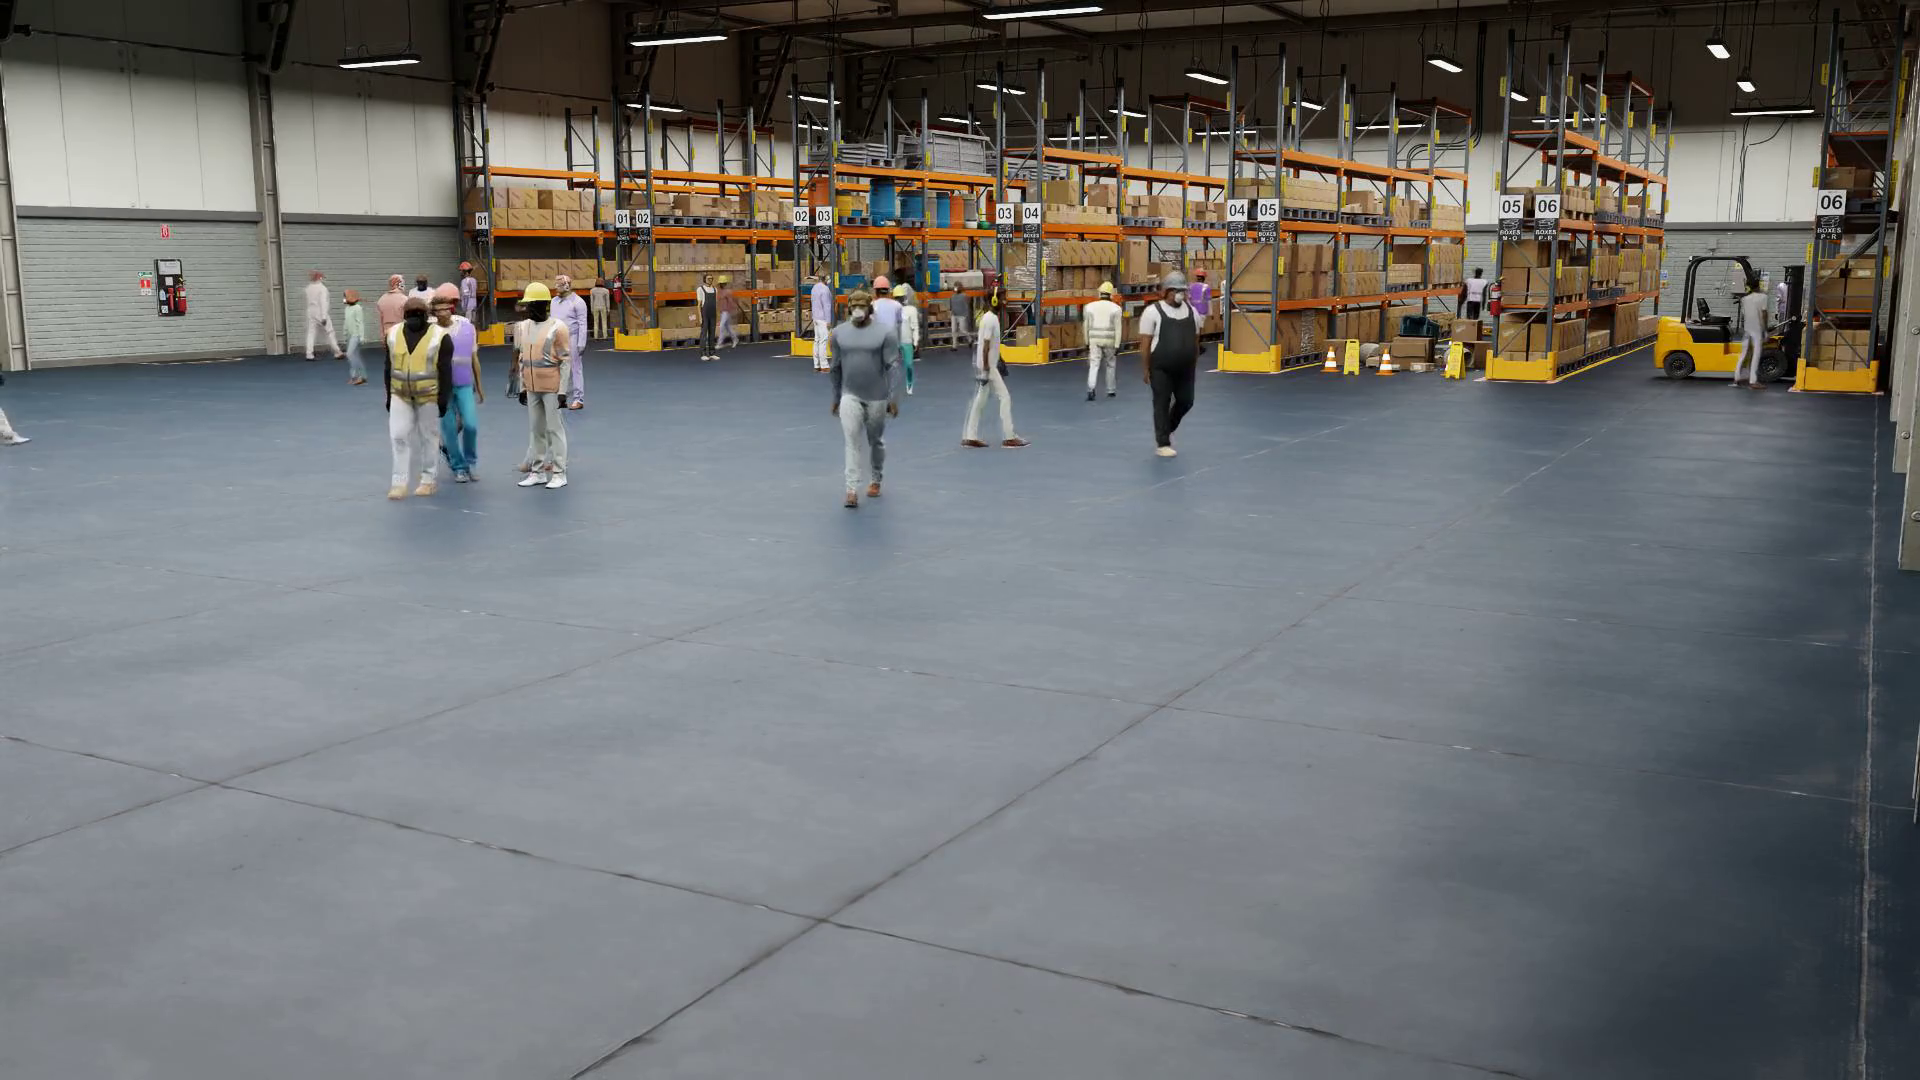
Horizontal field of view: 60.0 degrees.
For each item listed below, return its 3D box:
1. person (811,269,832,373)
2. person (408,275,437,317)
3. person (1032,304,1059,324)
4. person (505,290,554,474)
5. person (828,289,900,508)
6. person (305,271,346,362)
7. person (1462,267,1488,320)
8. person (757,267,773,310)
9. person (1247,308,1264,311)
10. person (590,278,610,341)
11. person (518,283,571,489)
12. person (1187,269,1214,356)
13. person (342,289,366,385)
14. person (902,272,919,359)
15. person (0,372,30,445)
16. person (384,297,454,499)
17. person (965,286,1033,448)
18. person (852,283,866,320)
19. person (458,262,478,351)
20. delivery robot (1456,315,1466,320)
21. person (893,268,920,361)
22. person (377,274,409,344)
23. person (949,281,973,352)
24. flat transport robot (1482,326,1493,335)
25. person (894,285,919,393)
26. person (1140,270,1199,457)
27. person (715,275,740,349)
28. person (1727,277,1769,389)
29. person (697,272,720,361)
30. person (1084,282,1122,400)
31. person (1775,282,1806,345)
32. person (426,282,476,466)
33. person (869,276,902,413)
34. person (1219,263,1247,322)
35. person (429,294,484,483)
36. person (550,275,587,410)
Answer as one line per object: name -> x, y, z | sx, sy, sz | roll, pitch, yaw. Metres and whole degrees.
person -> -2.562, -4.077, 31.028 | 0.370, 1.934, 0.627 | -5, 11, -28
person -> -10.403, -4.208, 32.192 | 0.626, 1.796, 0.848 | 0, 10, -2
person -> 1.933, -5.201, 37.624 | 0.632, 1.931, 0.374 | 0, 10, -1
person -> -4.308, -1.566, 16.622 | 0.508, 1.824, 0.888 | 7, 12, 34
person -> -0.847, -1.266, 14.718 | 0.644, 1.891, 1.005 | 1, 10, 5
person -> -13.237, -4.644, 34.550 | 0.657, 1.854, 0.981 | 6, 11, 30
person -> 13.871, -6.414, 44.893 | 0.682, 1.874, 0.852 | 4, 11, 23
person -> -5.310, -6.405, 44.794 | 0.587, 1.882, 0.341 | 5, 11, 28
person -> 7.370, -5.819, 42.020 | 0.543, 1.662, 0.829 | 7, 12, 36
person -> -9.221, -5.904, 42.623 | 0.494, 1.624, 0.279 | -1, 10, -4
person -> -3.920, -1.444, 15.625 | 0.584, 1.928, 0.373 | 5, 11, 29
person -> 5.296, -4.990, 36.473 | 0.549, 1.888, 0.973 | 7, 12, 37
person -> -10.293, -3.410, 28.043 | 0.565, 1.613, 0.520 | -9, 13, -41
person -> -1.083, -4.753, 35.246 | 0.429, 1.842, 0.635 | 2, 10, 9
person -> -11.241, -1.867, 19.096 | 0.866, 1.590, 0.517 | -2, 10, -13
person -> -4.873, -1.258, 14.880 | 0.639, 1.808, 0.763 | 0, 10, 0
person -> 0.452, -1.944, 18.857 | 0.872, 1.833, 0.542 | -1, 10, -3
person -> -2.015, -4.570, 34.820 | 0.679, 1.610, 0.536 | 5, 11, 29
person -> -11.198, -5.293, 37.823 | 0.373, 2.042, 0.614 | 1, 10, 4
delivery robot -> 13.662, -5.941, 45.692 | 0.707, 0.478, 0.477 | -2, 10, -9
person -> -1.267, -4.679, 34.596 | 0.989, 1.910, 0.631 | 2, 10, 12
person -> -8.217, -2.939, 24.438 | 0.643, 1.908, 0.411 | 5, 11, 26
person -> 0.010, -5.123, 38.089 | 0.503, 1.615, 0.640 | 8, 13, 41
flat transport robot -> 14.567, -5.772, 45.807 | 0.652, 0.197, 1.431 | 5, 11, 28
person -> -0.893, -3.065, 25.684 | 0.528, 1.748, 0.718 | 1, 10, 3
person -> 2.290, -1.937, 18.177 | 0.683, 2.000, 0.698 | -3, 10, -17
person -> -5.515, -5.377, 39.230 | 0.527, 1.729, 0.846 | 9, 13, 41
person -> 13.046, -3.401, 27.391 | 0.358, 1.831, 0.661 | -4, 10, -21
person -> -5.251, -4.669, 34.749 | 0.344, 1.846, 0.507 | 9, 13, 42
person -> 2.157, -3.021, 25.262 | 0.594, 1.799, 0.891 | 3, 10, 15
person -> 18.429, -5.079, 36.942 | 0.585, 1.920, 0.391 | 5, 11, 27
person -> -5.229, -1.660, 16.942 | 0.544, 1.912, 0.649 | 2, 10, 11
person -> -1.087, -2.752, 23.402 | 0.563, 1.882, 0.989 | -3, 10, -19
person -> 5.777, -4.833, 35.165 | 0.606, 2.035, 0.403 | 5, 11, 28
person -> -4.856, -1.438, 15.892 | 0.603, 1.816, 0.477 | -4, 11, -23
person -> -5.601, -2.799, 23.634 | 0.638, 1.904, 0.402 | 5, 11, 29
